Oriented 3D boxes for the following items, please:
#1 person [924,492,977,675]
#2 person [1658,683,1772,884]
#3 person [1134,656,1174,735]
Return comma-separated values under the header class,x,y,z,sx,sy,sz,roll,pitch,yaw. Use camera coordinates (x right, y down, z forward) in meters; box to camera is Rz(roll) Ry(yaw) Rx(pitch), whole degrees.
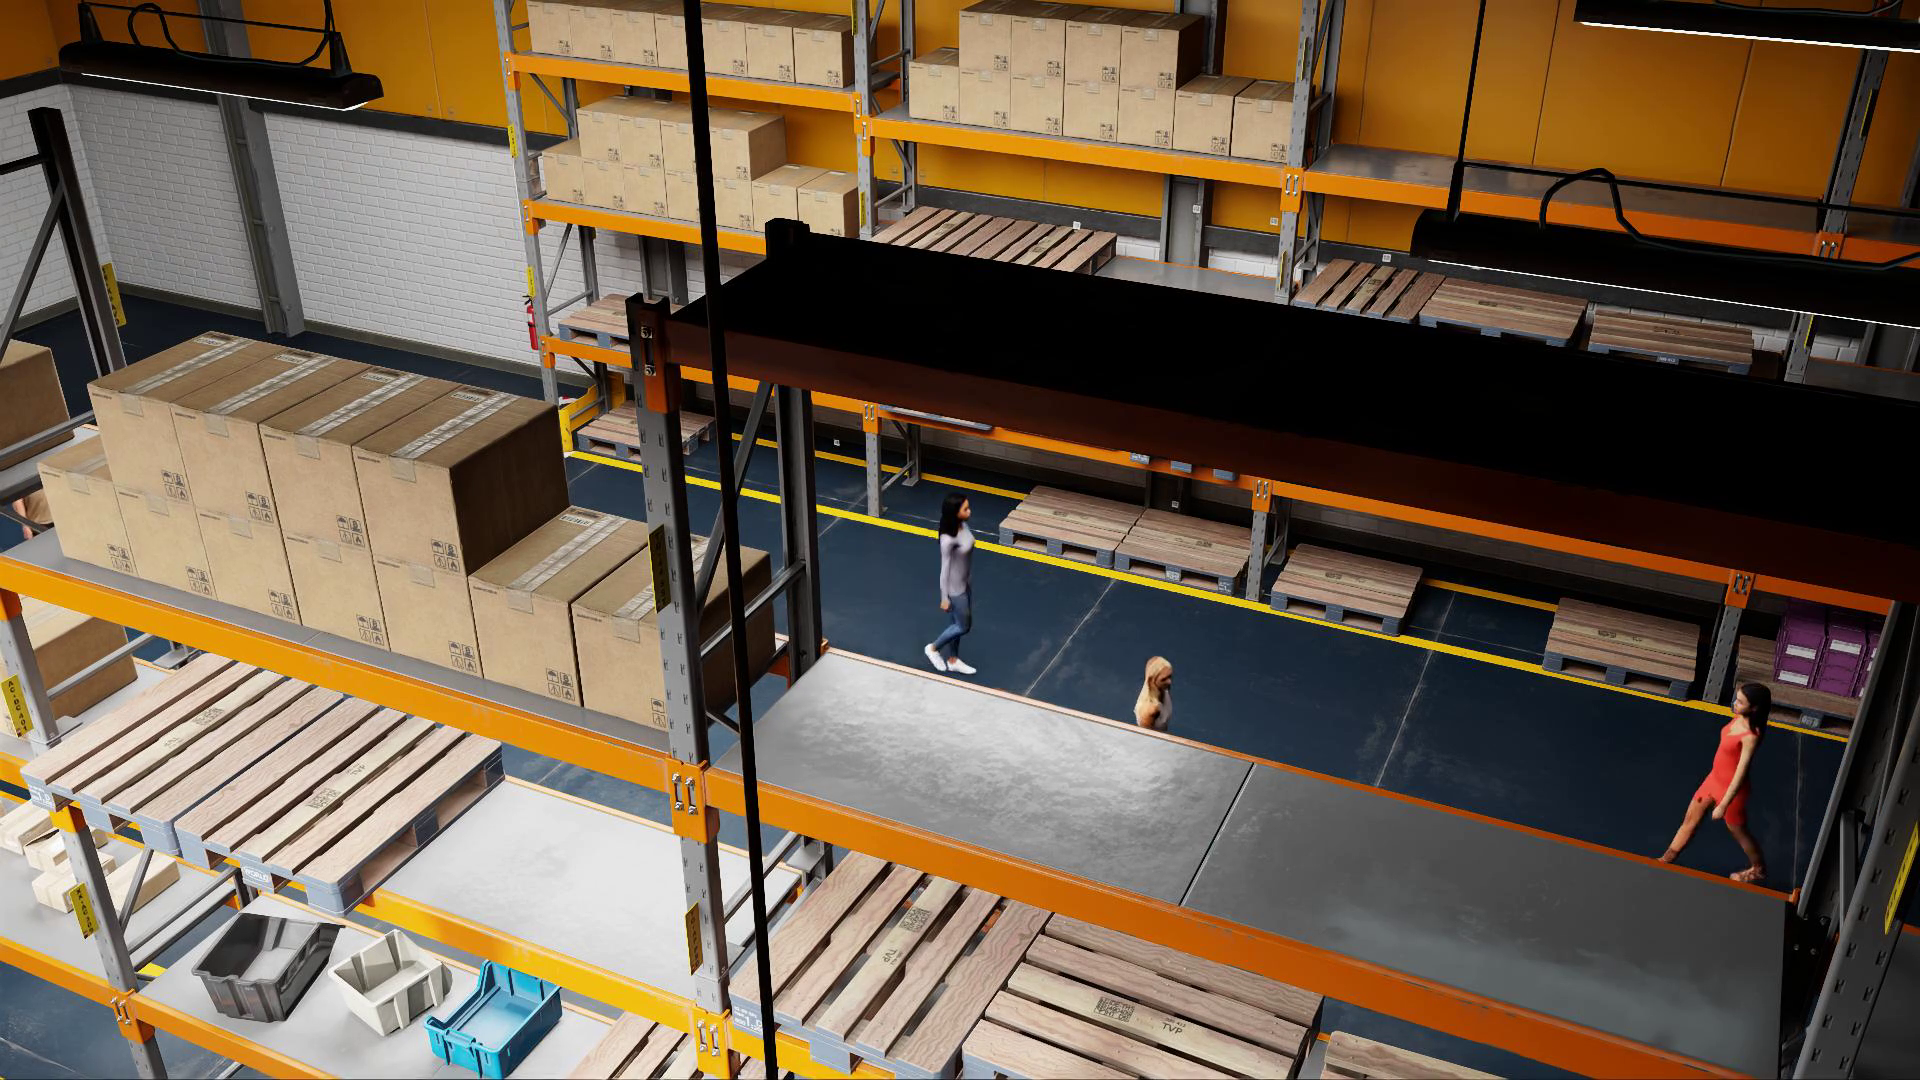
class,x,y,z,sx,sy,sz,roll,pitch,yaw
person,-0.122,0.382,14.112,0.695,1.725,0.657,10,30,18
person,5.471,1.760,11.642,1.214,1.671,0.853,3,29,6
person,1.240,1.568,11.915,1.275,1.746,0.705,14,31,23
